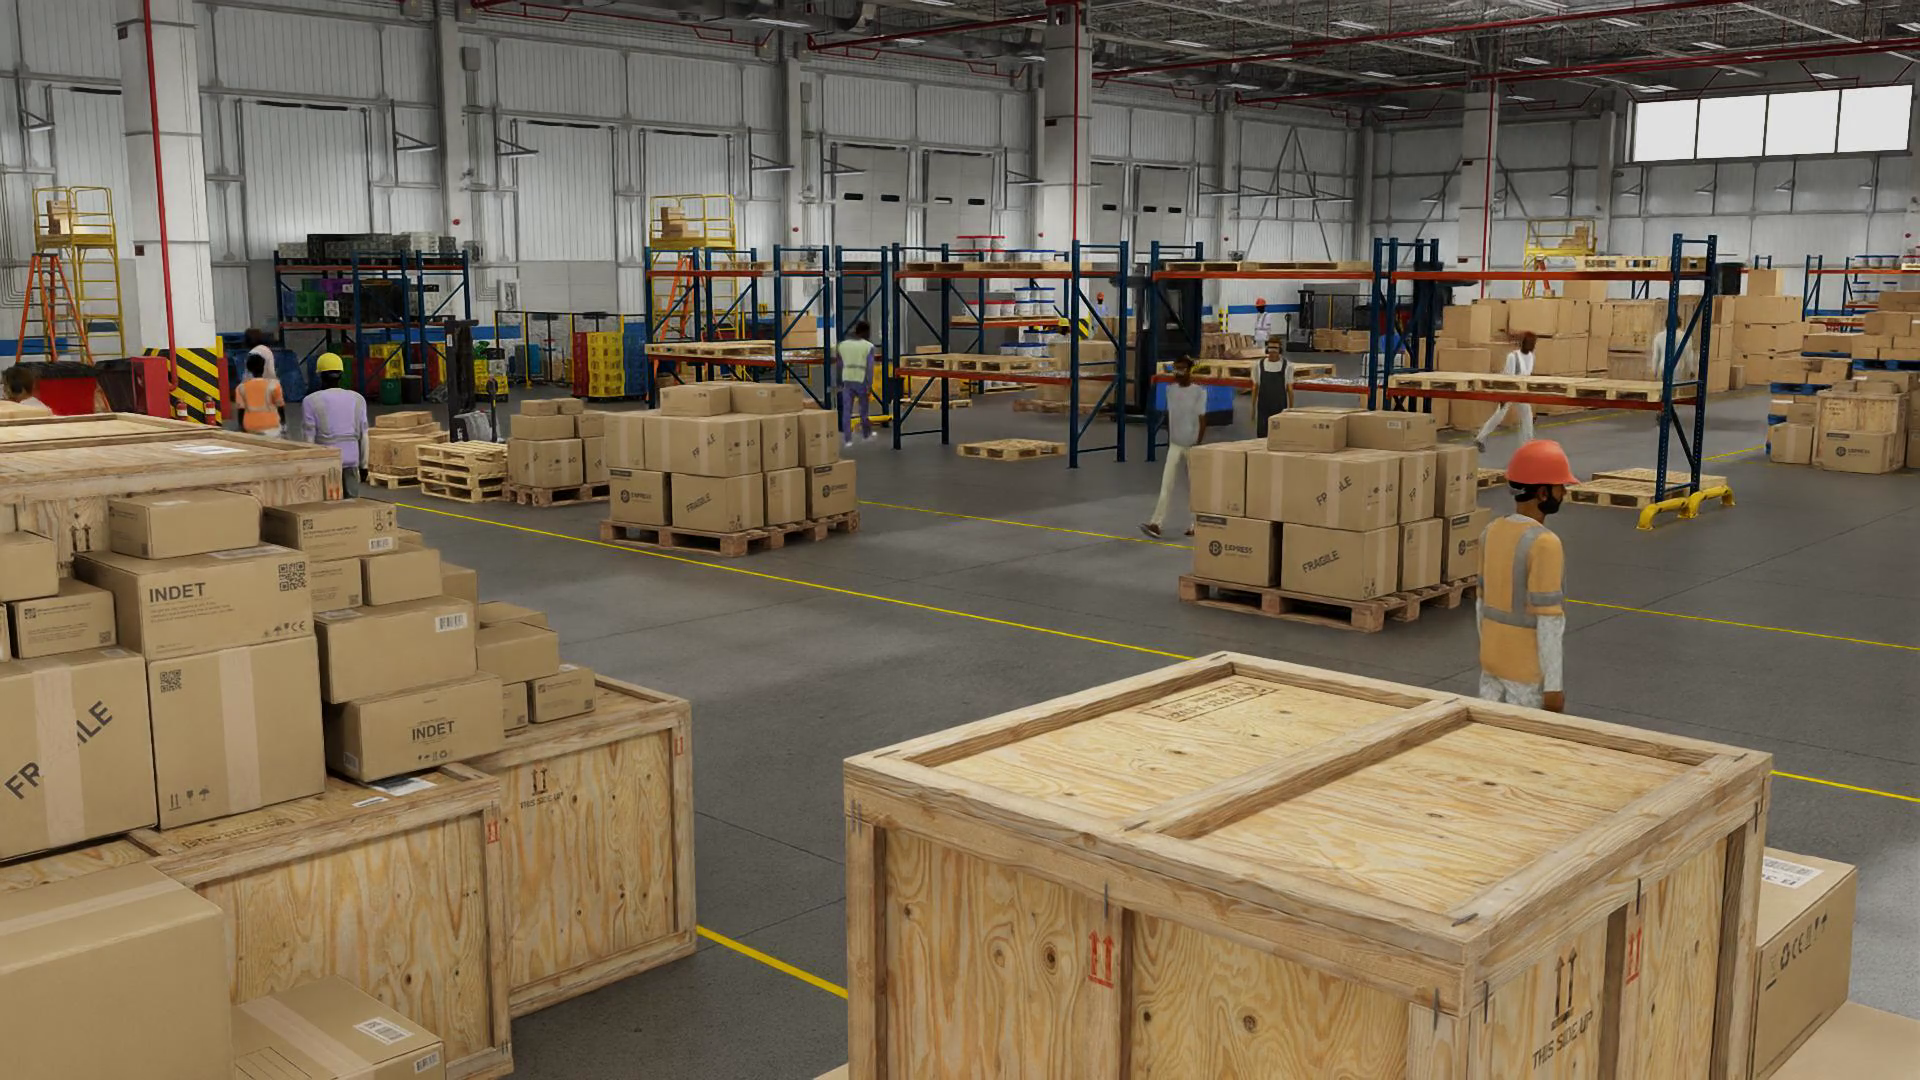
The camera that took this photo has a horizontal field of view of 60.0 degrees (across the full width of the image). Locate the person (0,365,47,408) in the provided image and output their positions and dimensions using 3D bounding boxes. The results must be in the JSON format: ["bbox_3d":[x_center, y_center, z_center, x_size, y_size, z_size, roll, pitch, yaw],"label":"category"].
[{"bbox_3d":[-7.342,-0.447,13.280,0.925,1.911,0.638,-2,9,-12],"label":"person"}]

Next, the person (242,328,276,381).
[{"bbox_3d":[-9.921,-2.052,23.352,0.704,1.817,0.634,-1,9,-9],"label":"person"}]

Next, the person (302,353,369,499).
[{"bbox_3d":[-5.523,-0.690,14.719,0.401,1.922,0.593,8,12,41],"label":"person"}]

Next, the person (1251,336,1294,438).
[{"bbox_3d":[3.894,-1.619,20.703,0.521,1.834,0.366,3,10,15],"label":"person"}]

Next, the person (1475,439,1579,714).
[{"bbox_3d":[2.423,0.536,7.138,0.370,1.939,0.543,-2,9,-12],"label":"person"}]

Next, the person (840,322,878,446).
[{"bbox_3d":[-1.540,-2.363,25.138,0.620,1.852,0.960,2,10,15],"label":"person"}]

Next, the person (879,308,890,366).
[{"bbox_3d":[-2.003,-5.350,44.170,0.313,1.634,0.517,1,9,4],"label":"person"}]

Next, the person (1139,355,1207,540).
[{"bbox_3d":[2.145,-0.896,16.284,0.529,1.811,0.988,7,12,38],"label":"person"}]

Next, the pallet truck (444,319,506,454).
[{"bbox_3d":[-6.981,-1.942,22.150,1.885,1.965,0.823,1,9,9],"label":"pallet truck"}]

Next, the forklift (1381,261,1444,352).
[{"bbox_3d":[11.093,-5.216,39.526,1.873,2.768,1.129,8,12,39],"label":"forklift"}]

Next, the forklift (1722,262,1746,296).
[{"bbox_3d":[20.646,-6.037,44.560,1.873,2.768,1.129,6,11,35],"label":"forklift"}]

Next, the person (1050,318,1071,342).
[{"bbox_3d":[1.952,-3.339,31.516,0.485,1.739,0.320,-2,9,-12],"label":"person"}]

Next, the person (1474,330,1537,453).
[{"bbox_3d":[7.818,-2.086,23.658,0.602,1.814,1.095,-6,11,-31],"label":"person"}]

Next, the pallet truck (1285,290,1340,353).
[{"bbox_3d":[11.297,-6.951,52.861,1.885,1.965,0.823,-5,11,-29],"label":"pallet truck"}]

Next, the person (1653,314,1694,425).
[{"bbox_3d":[12.117,-2.904,28.377,0.976,1.904,0.639,-7,12,-38],"label":"person"}]

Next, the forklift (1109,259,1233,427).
[{"bbox_3d":[3.595,-3.325,27.933,1.129,2.768,1.873,-8,12,-40],"label":"forklift"}]

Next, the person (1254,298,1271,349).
[{"bbox_3d":[7.404,-4.967,40.893,0.376,1.934,0.548,-4,10,-24],"label":"person"}]

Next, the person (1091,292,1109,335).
[{"bbox_3d":[4.339,-6.695,51.508,0.544,1.930,0.389,1,9,5],"label":"person"}]

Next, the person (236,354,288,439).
[{"bbox_3d":[-8.128,-1.320,19.293,0.525,1.678,0.690,0,9,-1],"label":"person"}]
